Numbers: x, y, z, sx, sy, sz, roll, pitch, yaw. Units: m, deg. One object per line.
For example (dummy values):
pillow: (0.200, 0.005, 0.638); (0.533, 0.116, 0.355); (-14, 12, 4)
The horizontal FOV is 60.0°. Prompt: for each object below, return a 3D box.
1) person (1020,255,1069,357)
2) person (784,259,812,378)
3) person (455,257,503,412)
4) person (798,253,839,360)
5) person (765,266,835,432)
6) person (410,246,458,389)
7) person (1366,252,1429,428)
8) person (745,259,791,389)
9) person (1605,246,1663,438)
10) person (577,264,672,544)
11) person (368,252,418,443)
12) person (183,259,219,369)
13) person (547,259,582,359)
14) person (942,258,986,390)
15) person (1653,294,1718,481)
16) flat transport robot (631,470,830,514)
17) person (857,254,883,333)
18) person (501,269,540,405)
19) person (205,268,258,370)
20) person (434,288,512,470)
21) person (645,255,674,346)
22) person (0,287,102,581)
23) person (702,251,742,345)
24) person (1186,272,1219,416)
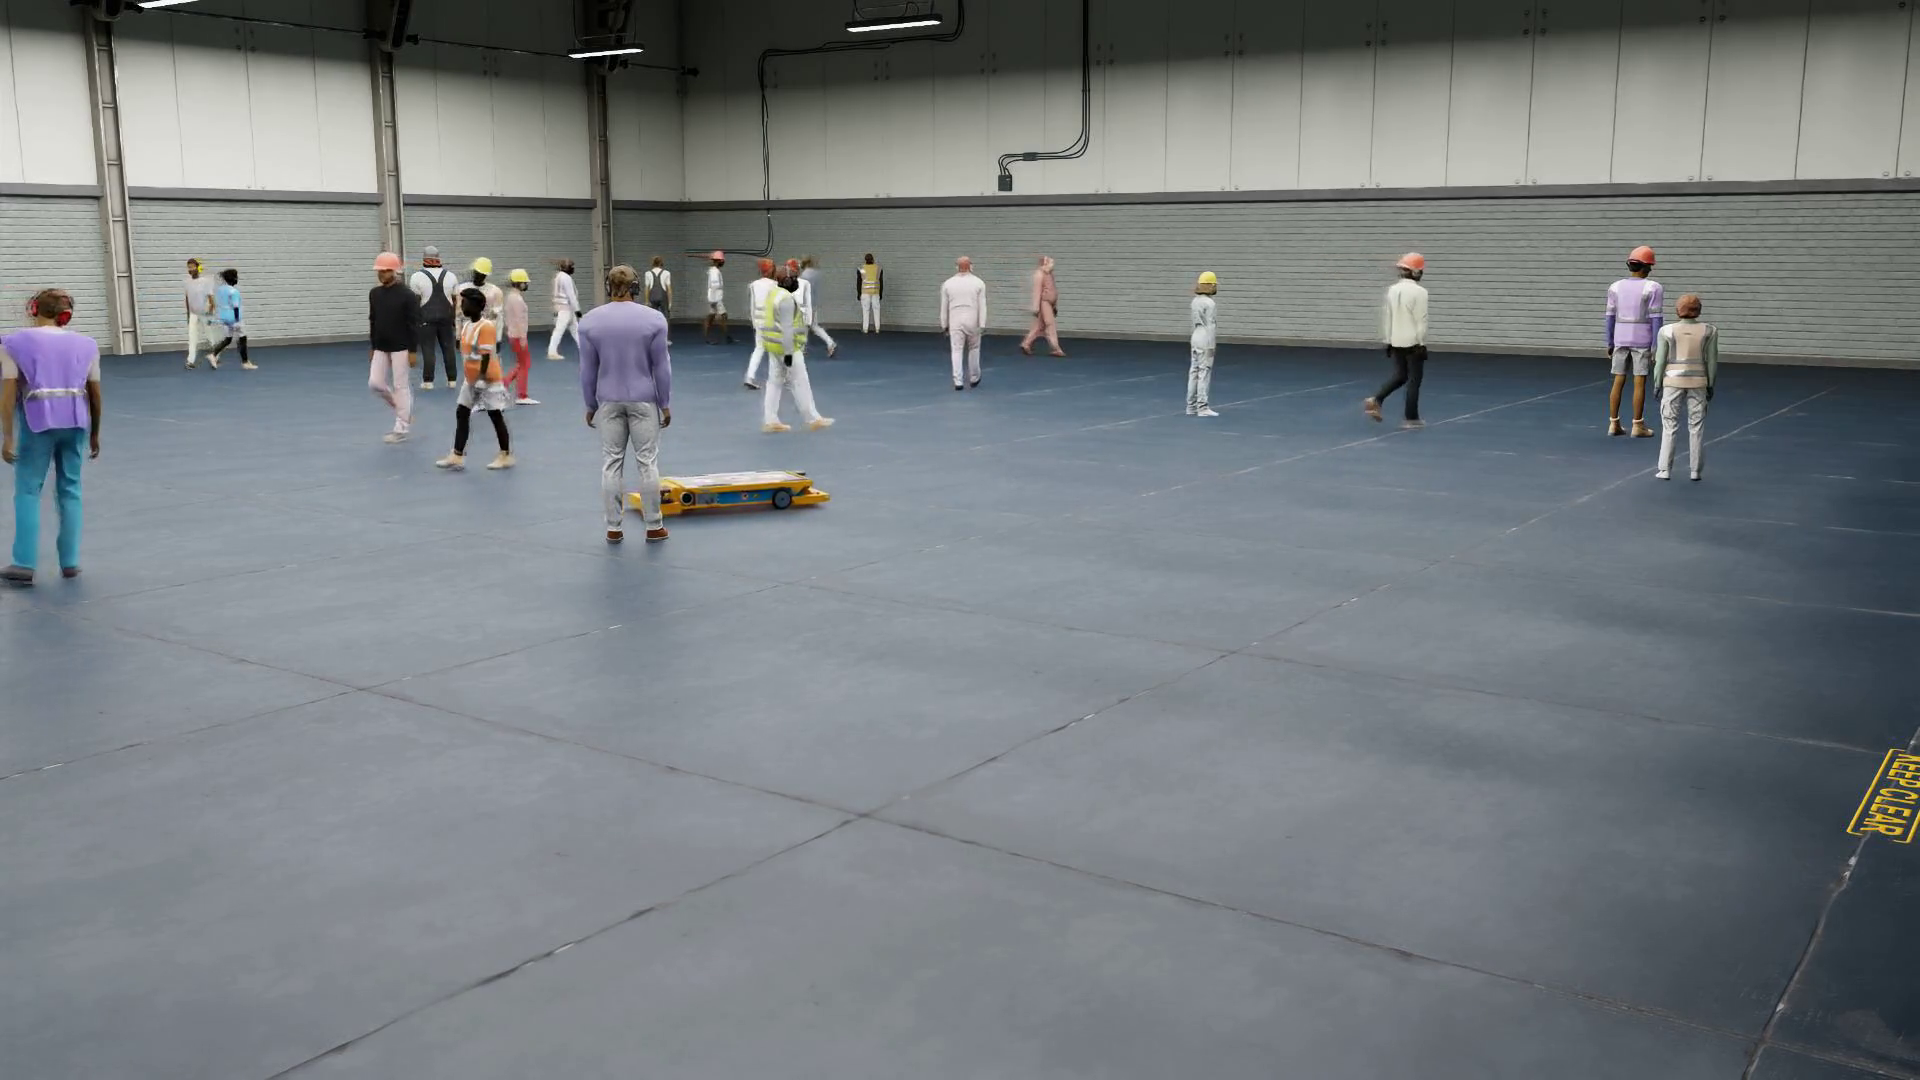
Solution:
person: (1.536, -4.304, 30.582); (0.949, 1.871, 0.647); (4, 11, 20)
person: (-2.538, -3.334, 25.244); (0.591, 1.841, 0.970); (-5, 11, -27)
person: (-5.896, -2.502, 20.434); (0.643, 1.903, 0.353); (3, 10, 14)
person: (-2.625, -4.152, 29.622); (0.831, 1.913, 0.633); (3, 11, 16)
person: (-1.786, -2.091, 18.330); (0.848, 1.811, 0.654); (-4, 11, -23)
person: (-7.566, -3.198, 23.901); (0.688, 2.000, 0.537); (-7, 13, -36)
person: (4.976, -2.230, 18.661); (0.643, 1.976, 0.619); (-4, 11, -22)
person: (-2.780, -3.064, 23.725); (0.595, 1.867, 0.839); (7, 12, 34)
person: (7.250, -2.121, 17.865); (0.390, 2.041, 0.614); (-9, 13, -40)
person: (-2.302, -0.931, 11.508); (0.627, 1.934, 0.371); (0, 10, -2)
person: (-5.929, -2.008, 17.386); (0.639, 1.983, 0.440); (5, 11, 24)
person: (-12.656, -3.762, 27.689); (0.540, 1.823, 0.971); (0, 10, 3)
person: (-7.010, -4.142, 29.899); (1.000, 1.787, 0.628); (-4, 11, -22)
person: (0.071, -3.097, 23.826); (0.664, 1.857, 1.011); (2, 10, 9)
person: (6.342, -1.330, 14.564); (0.514, 1.640, 0.310); (3, 10, 15)
flat transport robot: (-1.813, -0.389, 13.123); (1.431, 0.197, 0.652); (-5, 11, -26)
person: (-2.094, -5.726, 38.642); (0.621, 1.837, 0.430); (-2, 10, -13)
person: (-5.696, -2.604, 21.378); (0.444, 1.748, 0.538); (-4, 11, -21)
person: (-11.922, -3.594, 27.131); (0.533, 1.675, 0.734); (8, 13, 37)
person: (-4.450, -1.445, 15.118); (0.771, 1.665, 0.547); (-10, 14, -43)
person: (-6.058, -4.805, 33.473); (0.527, 1.840, 0.410); (0, 10, 0)
person: (-5.656, -0.660, 10.346); (0.431, 1.802, 0.671); (9, 14, 41)
person: (-4.877, -4.936, 34.011); (0.925, 1.899, 0.562); (-2, 10, -10)
person: (2.967, -2.362, 20.076); (0.314, 1.736, 0.509); (-4, 11, -21)
